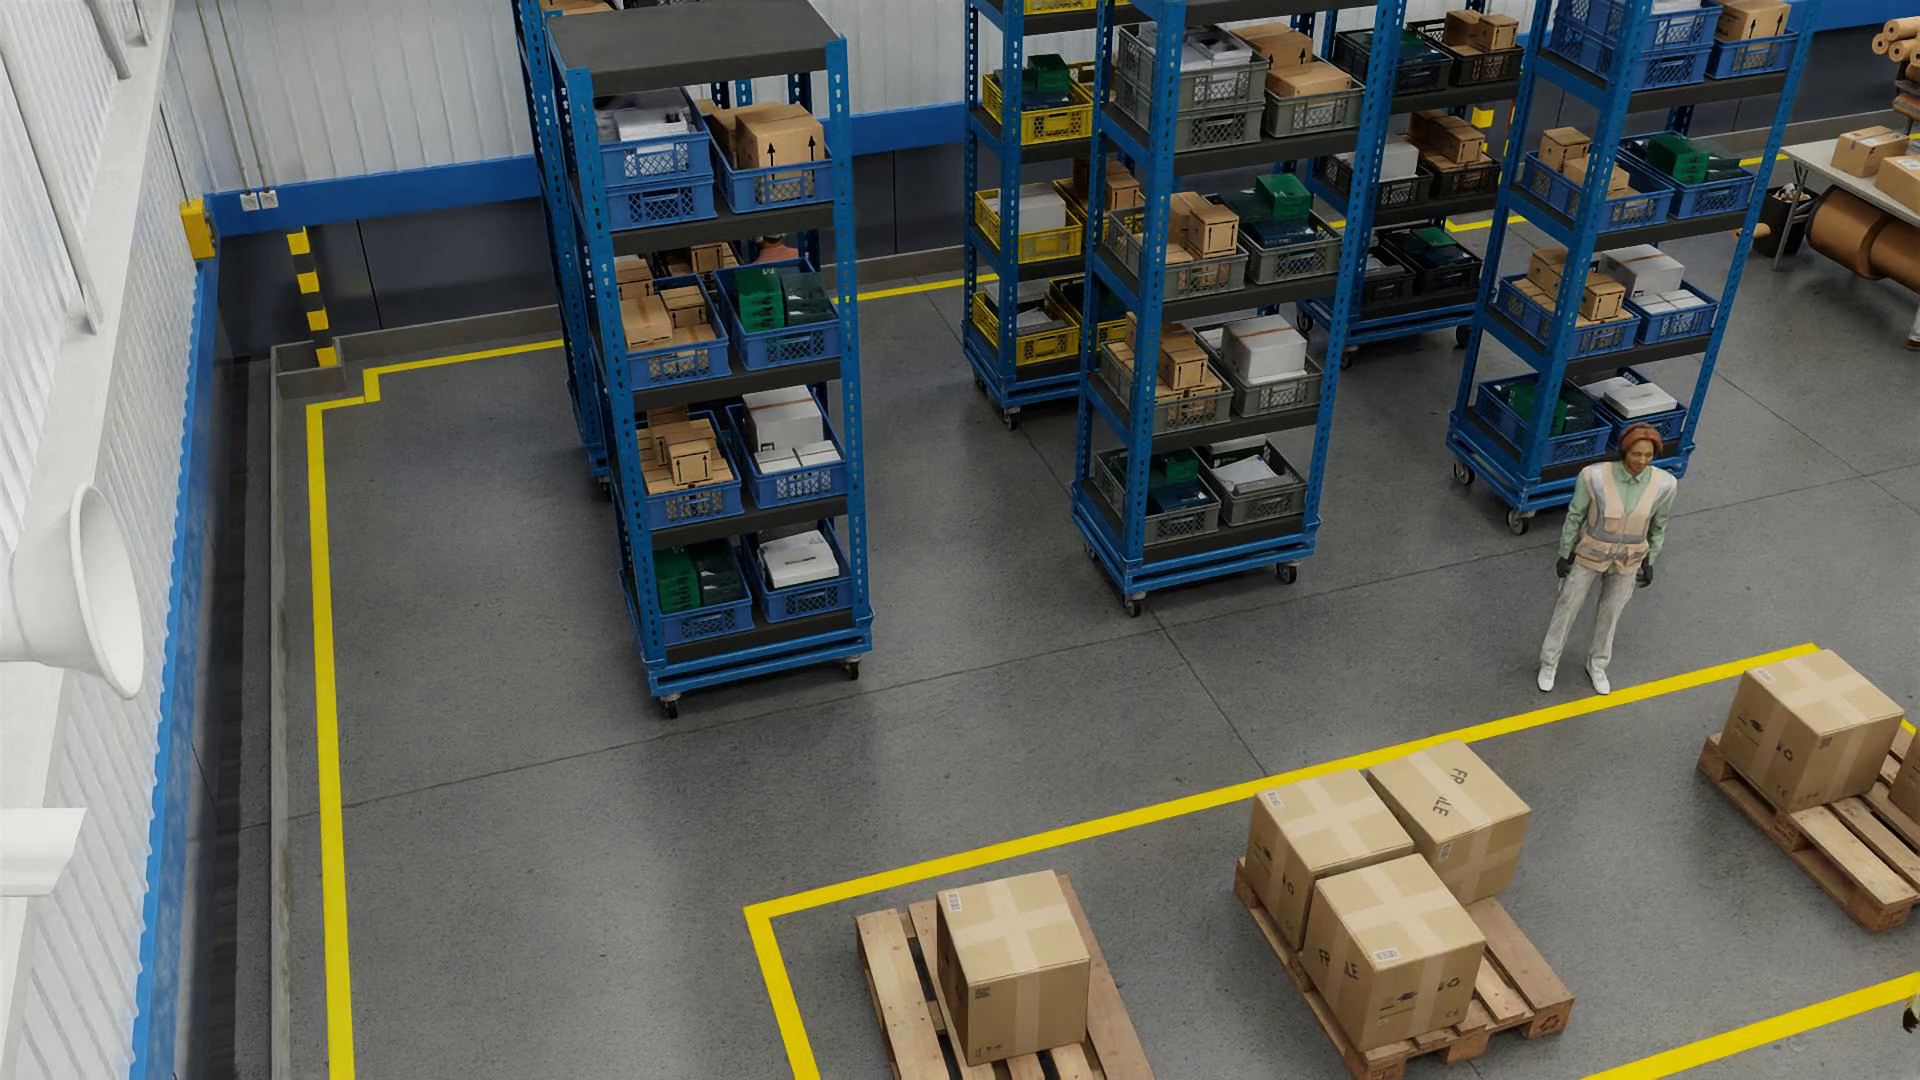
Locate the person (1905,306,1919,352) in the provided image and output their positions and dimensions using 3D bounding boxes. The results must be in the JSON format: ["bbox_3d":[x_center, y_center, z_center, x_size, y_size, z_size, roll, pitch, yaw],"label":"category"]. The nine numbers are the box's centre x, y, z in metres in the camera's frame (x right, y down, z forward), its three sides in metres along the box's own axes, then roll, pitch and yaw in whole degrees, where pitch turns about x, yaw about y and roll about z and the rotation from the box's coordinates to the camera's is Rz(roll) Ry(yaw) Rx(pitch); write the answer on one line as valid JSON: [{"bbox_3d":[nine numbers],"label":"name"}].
[{"bbox_3d":[7.110,-2.110,11.599,0.371,1.932,0.631,0,35,0],"label":"person"}]

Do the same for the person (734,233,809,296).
[{"bbox_3d":[-1.125,-1.171,10.224,0.626,1.980,0.411,-29,45,-35],"label":"person"}]

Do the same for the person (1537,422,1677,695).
[{"bbox_3d":[3.381,0.101,8.704,0.515,1.645,0.308,4,35,5],"label":"person"}]
